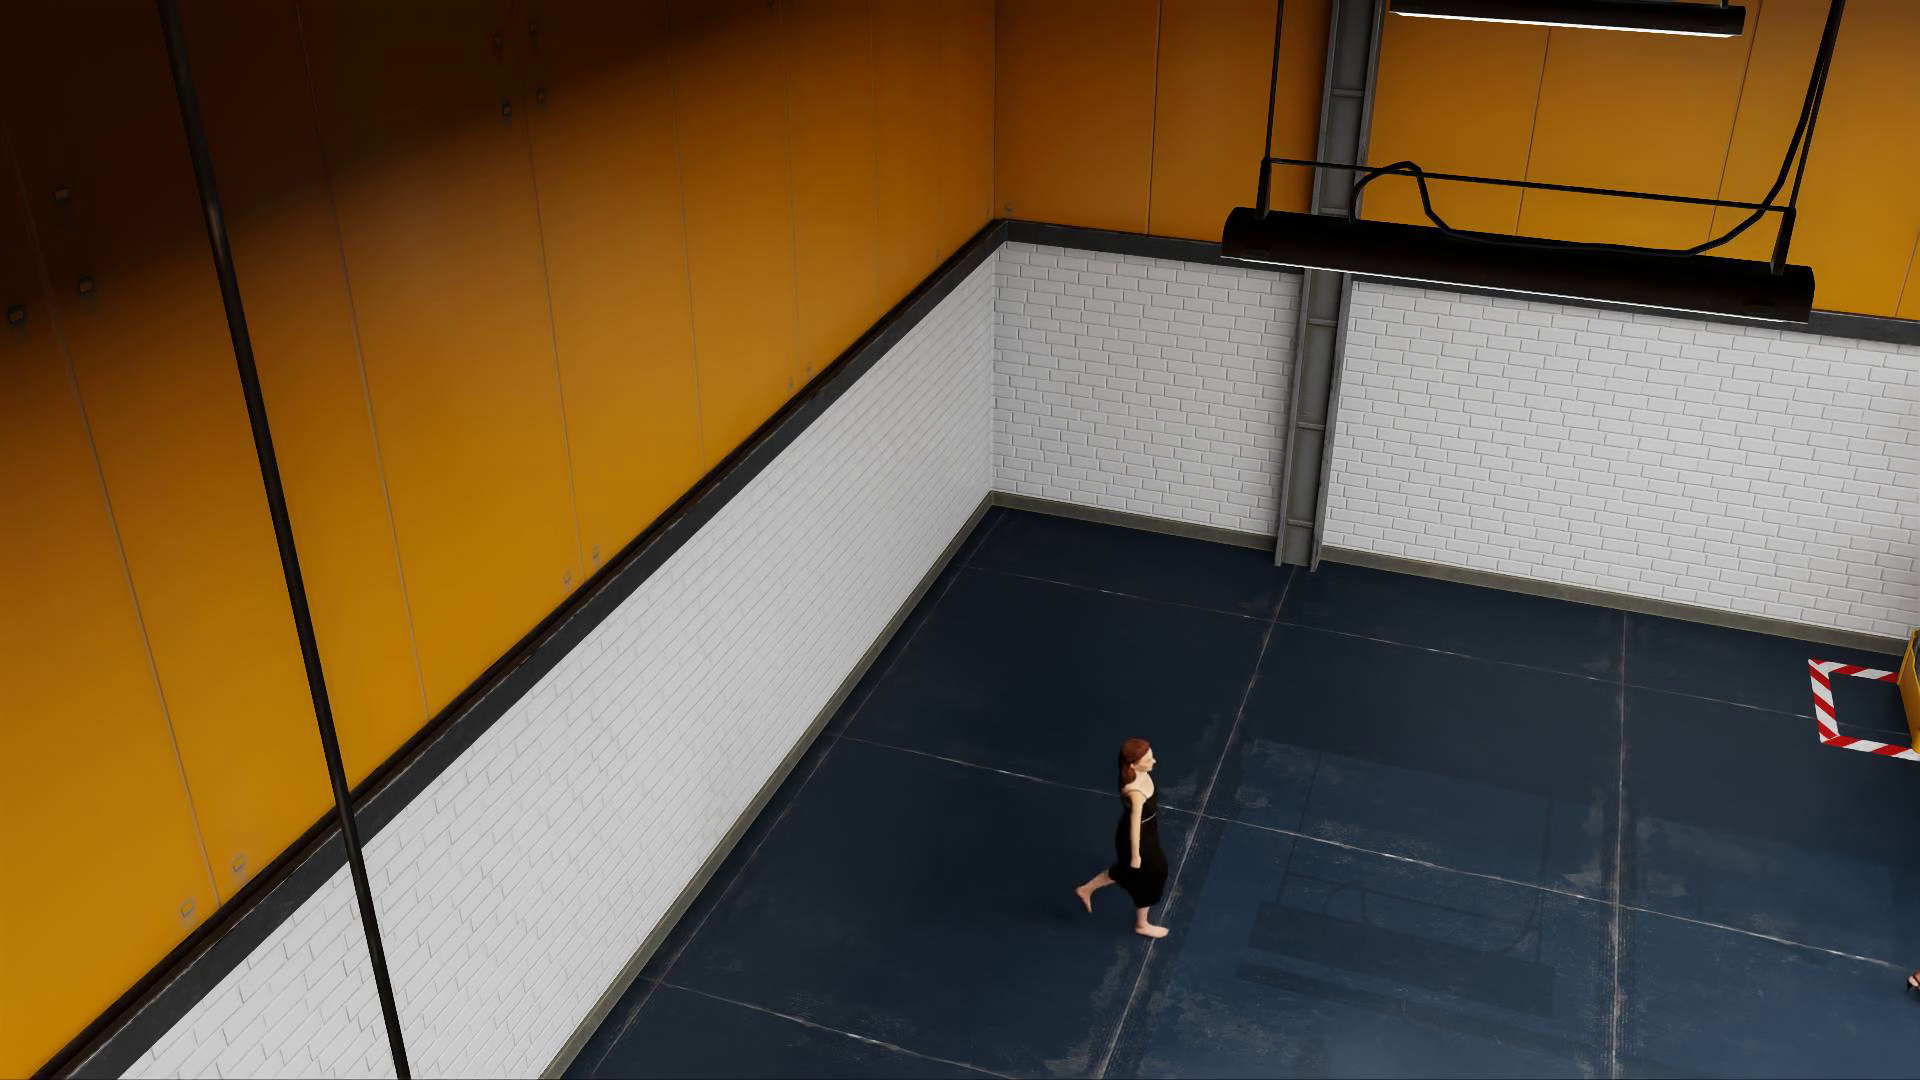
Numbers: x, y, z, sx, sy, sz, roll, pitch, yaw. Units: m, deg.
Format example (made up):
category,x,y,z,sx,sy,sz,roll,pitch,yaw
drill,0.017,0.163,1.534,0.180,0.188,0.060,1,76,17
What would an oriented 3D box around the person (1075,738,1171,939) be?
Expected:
category,x,y,z,sx,sy,sz,roll,pitch,yaw
person,1.103,1.996,11.171,0.932,1.603,0.679,5,29,9
